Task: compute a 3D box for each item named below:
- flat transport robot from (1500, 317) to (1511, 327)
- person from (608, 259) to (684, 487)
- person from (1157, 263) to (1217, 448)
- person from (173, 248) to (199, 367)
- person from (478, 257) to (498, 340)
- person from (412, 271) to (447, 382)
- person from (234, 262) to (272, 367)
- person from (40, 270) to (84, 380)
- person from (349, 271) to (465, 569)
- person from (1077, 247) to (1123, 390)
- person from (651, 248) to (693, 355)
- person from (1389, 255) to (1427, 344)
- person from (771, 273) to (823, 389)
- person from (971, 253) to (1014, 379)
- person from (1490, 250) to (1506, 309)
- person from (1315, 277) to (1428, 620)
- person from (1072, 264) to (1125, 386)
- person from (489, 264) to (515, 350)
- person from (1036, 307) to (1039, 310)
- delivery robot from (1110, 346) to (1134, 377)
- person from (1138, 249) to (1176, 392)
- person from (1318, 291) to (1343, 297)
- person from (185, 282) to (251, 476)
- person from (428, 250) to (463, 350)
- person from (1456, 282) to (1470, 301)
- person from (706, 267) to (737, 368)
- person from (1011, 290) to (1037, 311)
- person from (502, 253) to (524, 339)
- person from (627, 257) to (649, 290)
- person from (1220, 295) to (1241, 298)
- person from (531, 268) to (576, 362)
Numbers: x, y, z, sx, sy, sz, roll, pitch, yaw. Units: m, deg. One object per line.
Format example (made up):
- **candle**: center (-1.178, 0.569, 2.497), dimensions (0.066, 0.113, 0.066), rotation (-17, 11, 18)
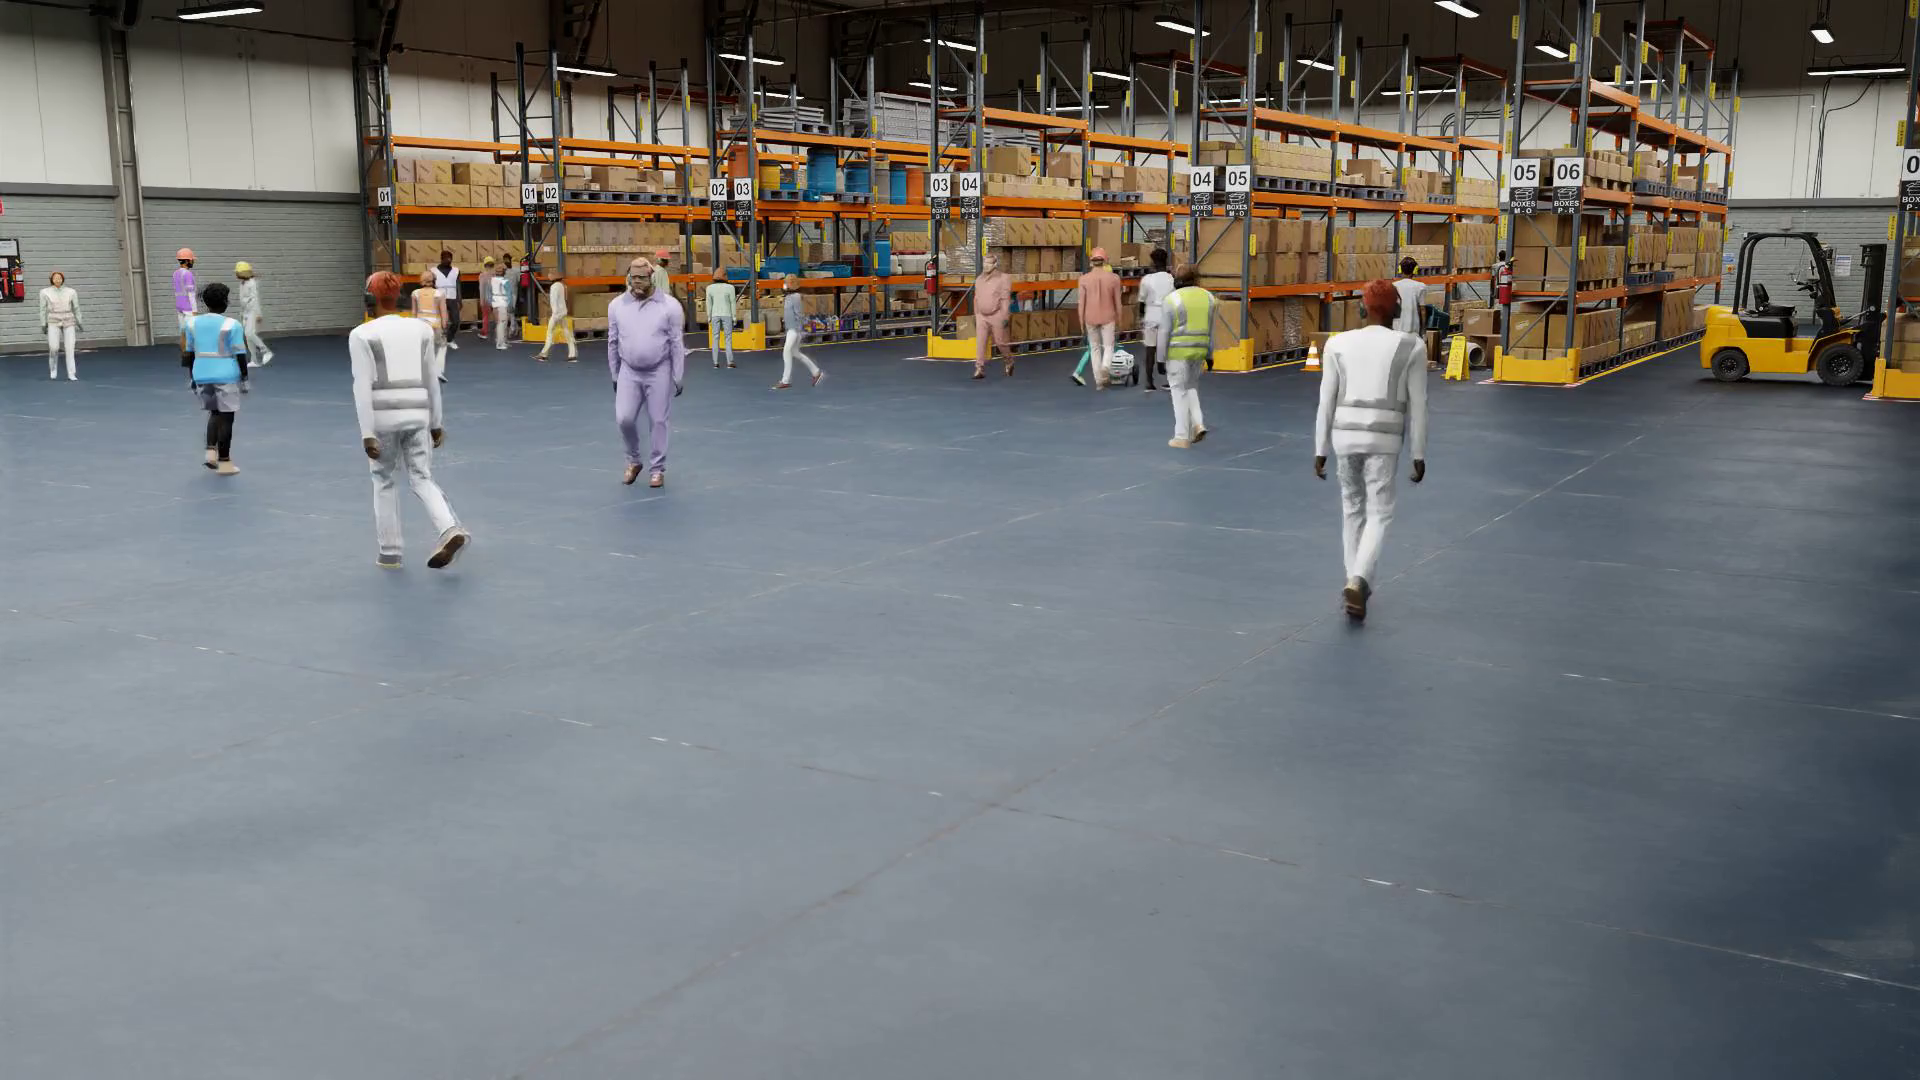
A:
- **flat transport robot**: center (13.211, -5.297, 40.314), dimensions (0.652, 0.197, 1.431), rotation (-2, 10, -13)
- **person**: center (-2.605, -1.372, 13.797), dimensions (0.652, 1.894, 0.439), rotation (0, 10, -1)
- **person**: center (2.219, -1.818, 16.464), dimensions (0.651, 1.826, 0.454), rotation (-6, 12, -29)
- **person**: center (-12.627, -3.796, 27.236), dimensions (0.543, 1.939, 0.362), rotation (9, 13, 40)
- **person**: center (-9.819, -5.027, 34.710), dimensions (0.541, 1.730, 0.811), rotation (-8, 13, -38)
- **person**: center (-7.633, -3.055, 23.980), dimensions (0.516, 1.626, 0.375), rotation (0, 10, -1)
- **person**: center (-11.587, -3.671, 27.137), dimensions (0.540, 1.724, 0.418), rotation (9, 14, 41)
- **person**: center (-13.268, -3.167, 24.576), dimensions (0.541, 1.632, 0.384), rotation (-8, 13, -39)
- **person**: center (-3.388, -0.711, 10.183), dimensions (0.768, 1.862, 0.591), rotation (10, 14, 44)
- **person**: center (1.916, -3.023, 22.816), dimensions (0.637, 1.968, 0.629), rotation (1, 10, 6)
- **person**: center (-5.390, -4.251, 29.829), dimensions (1.077, 1.936, 0.588), rotation (3, 11, 17)
- **person**: center (5.483, -2.547, 20.434), dimensions (0.509, 1.872, 0.328), rotation (4, 11, 20)
- **person**: center (-2.279, -2.925, 23.287), dimensions (0.735, 1.609, 0.506), rotation (-4, 11, -22)
- **person**: center (0.499, -3.370, 25.044), dimensions (0.659, 1.891, 0.812), rotation (6, 12, 29)
- **person**: center (12.862, -5.946, 39.514), dimensions (0.509, 1.860, 0.334), rotation (3, 11, 17)
- **person**: center (2.209, -0.498, 9.055), dimensions (0.596, 1.852, 0.843), rotation (5, 11, 28)
- **person**: center (1.982, -3.049, 23.631), dimensions (0.852, 1.731, 0.530), rotation (-5, 11, -28)
- **person**: center (-8.711, -4.451, 31.801), dimensions (0.552, 1.611, 0.632), rotation (7, 12, 35)
- **person**: center (1.833, -7.423, 47.394), dimensions (1.041, 1.986, 0.640), rotation (6, 12, 31)
- **delivery robot**: center (2.285, -2.532, 23.772), dimensions (0.477, 0.478, 0.707), rotation (2, 10, 12)
- **person**: center (2.721, -2.986, 22.692), dimensions (0.605, 1.945, 0.538), rotation (-2, 10, -10)
- **person**: center (8.749, -5.965, 39.168), dimensions (0.611, 2.022, 0.734), rotation (4, 11, 23)
- **person**: center (-6.461, -1.398, 14.518), dimensions (0.553, 1.679, 0.417), rotation (2, 10, 10)
- **person**: center (-9.736, -4.512, 31.377), dimensions (0.673, 1.889, 0.556), rotation (-7, 12, -33)
- **person**: center (13.027, -6.652, 43.348), dimensions (0.972, 1.905, 0.640), rotation (6, 12, 29)
- **person**: center (-3.861, -3.596, 26.967), dimensions (0.499, 1.634, 0.279), rotation (1, 10, 8)
- **person**: center (1.394, -5.162, 35.699), dimensions (0.543, 1.649, 0.886), rotation (4, 11, 22)
- **person**: center (-9.589, -5.217, 35.554), dimensions (0.500, 1.827, 0.940), rotation (1, 10, 8)
- **person**: center (-5.700, -4.201, 29.985), dimensions (0.598, 1.773, 0.968), rotation (0, 10, 2)
- **person**: center (6.076, -5.467, 36.677), dimensions (0.632, 1.919, 0.669), rotation (7, 12, 33)
- **person**: center (-6.951, -3.836, 28.420), dimensions (0.814, 1.595, 0.521), rotation (1, 10, 8)
